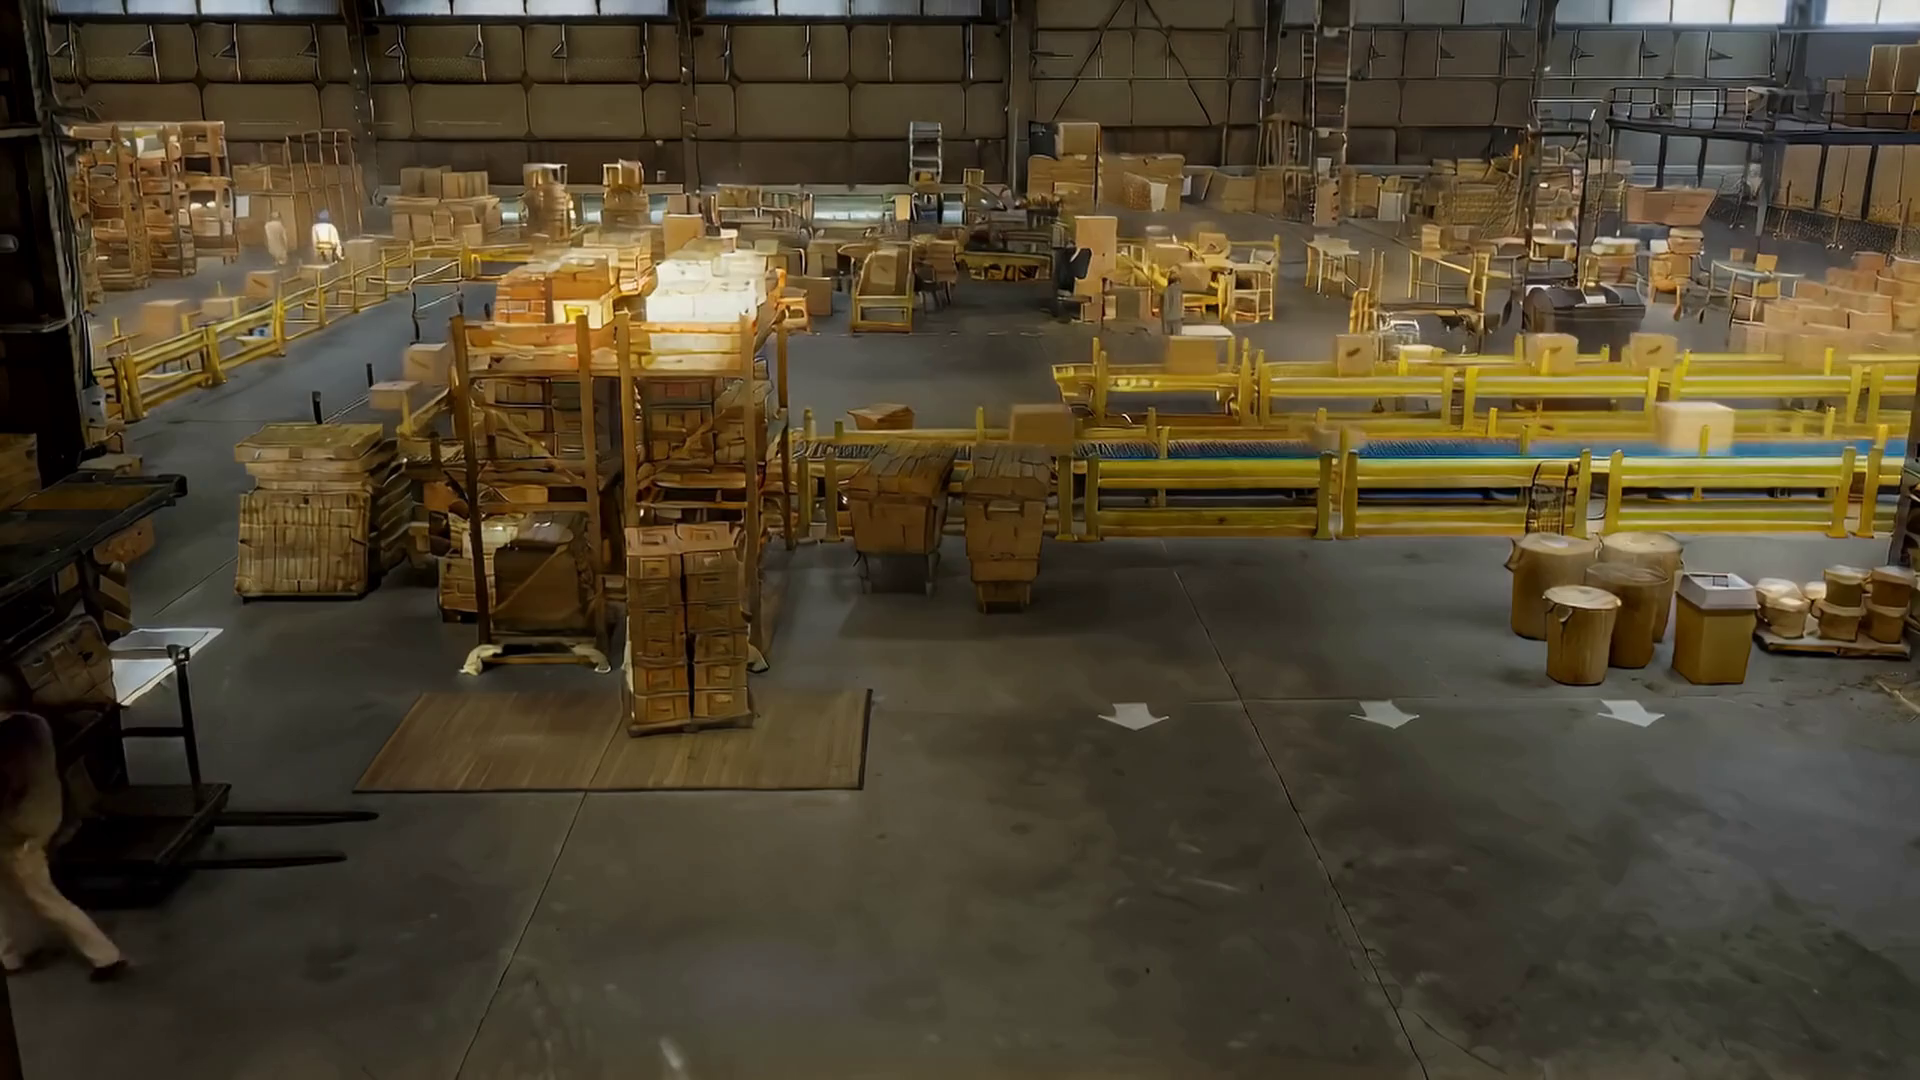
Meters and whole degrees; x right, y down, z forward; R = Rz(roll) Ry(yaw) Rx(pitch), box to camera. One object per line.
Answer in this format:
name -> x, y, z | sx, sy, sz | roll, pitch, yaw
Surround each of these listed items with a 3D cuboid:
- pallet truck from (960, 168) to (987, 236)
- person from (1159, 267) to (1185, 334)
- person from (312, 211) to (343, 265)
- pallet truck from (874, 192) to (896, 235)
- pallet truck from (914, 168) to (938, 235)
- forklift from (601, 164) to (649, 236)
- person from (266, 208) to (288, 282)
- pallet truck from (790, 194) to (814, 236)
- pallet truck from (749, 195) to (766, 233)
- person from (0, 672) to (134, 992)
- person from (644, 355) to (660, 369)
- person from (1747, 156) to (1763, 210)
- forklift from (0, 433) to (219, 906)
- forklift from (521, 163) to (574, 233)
pallet truck -> 0.383, -10.230, 50.206 | 0.823, 1.965, 1.885 | -1, 16, -3
person -> 3.541, -3.700, 27.928 | 0.524, 1.764, 0.329 | -12, 20, -35
person -> -14.449, -6.597, 37.955 | 0.581, 1.790, 0.887 | 0, 16, -1
pallet truck -> -2.277, -9.986, 50.594 | 0.653, 1.274, 1.630 | 0, 16, -1
pallet truck -> -0.989, -10.316, 50.507 | 0.823, 1.965, 1.885 | 1, 16, 3
forklift -> -9.948, -10.127, 49.296 | 1.157, 1.987, 2.680 | -1, 16, -3
person -> -15.299, -6.503, 37.415 | 0.401, 1.906, 0.649 | -15, 22, -42
pallet truck -> -4.814, -9.883, 50.259 | 0.704, 1.261, 1.522 | -1, 16, -3
pallet truck -> -6.051, -9.967, 50.660 | 0.680, 1.201, 1.601 | 0, 16, -1
person -> -5.141, 1.622, 9.195 | 0.990, 1.900, 0.632 | -1, 16, -3
person -> -3.677, -1.552, 20.599 | 0.566, 1.679, 0.549 | -6, 17, -19
person -> 28.219, -12.678, 58.994 | 0.584, 1.849, 0.935 | -1, 16, -3
forklift -> -5.952, 0.780, 10.366 | 1.873, 2.768, 1.129 | 0, 16, -1
forklift -> -12.233, -10.122, 49.298 | 1.157, 1.987, 2.680 | 0, 16, -1
